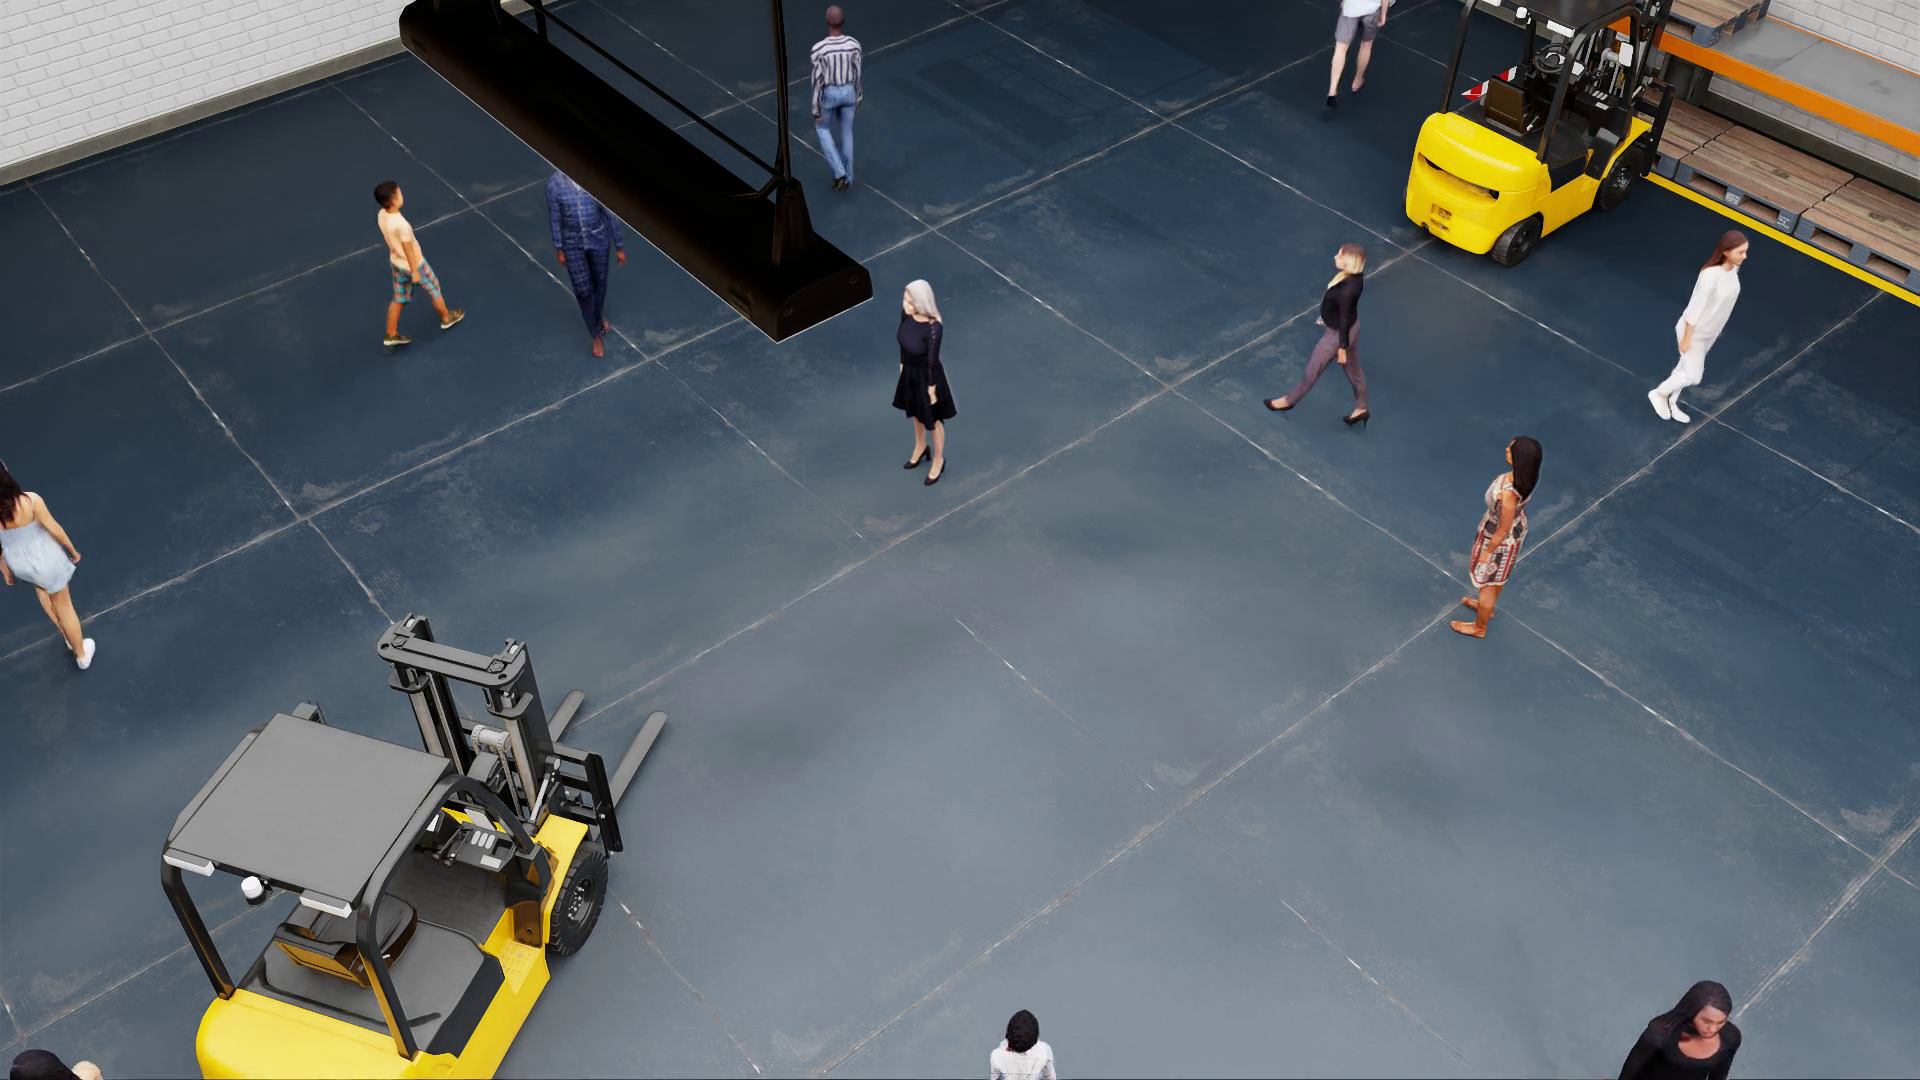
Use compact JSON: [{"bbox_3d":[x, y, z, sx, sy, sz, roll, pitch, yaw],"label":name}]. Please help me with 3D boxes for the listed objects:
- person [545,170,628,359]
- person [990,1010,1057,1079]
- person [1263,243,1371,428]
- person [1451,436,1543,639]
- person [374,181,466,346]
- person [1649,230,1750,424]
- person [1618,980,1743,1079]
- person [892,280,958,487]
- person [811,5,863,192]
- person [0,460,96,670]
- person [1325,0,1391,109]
[{"bbox_3d":[-3.018,-2.435,13.308,0.832,1.797,0.989,-18,46,-18],"label":"person"},{"bbox_3d":[0.306,2.783,8.233,0.748,1.241,0.911,-8,44,-8],"label":"person"},{"bbox_3d":[2.934,-1.482,12.427,1.130,1.631,0.924,16,46,16],"label":"person"},{"bbox_3d":[3.543,-0.026,10.889,0.647,1.645,0.712,23,48,22],"label":"person"},{"bbox_3d":[-4.483,-2.177,13.298,0.956,1.438,0.744,28,50,26],"label":"person"},{"bbox_3d":[5.517,-1.628,12.542,0.623,1.684,0.586,-31,52,-29],"label":"person"},{"bbox_3d":[3.380,2.604,8.081,0.723,1.710,0.756,-5,44,-5],"label":"person"},{"bbox_3d":[-0.274,-1.143,11.992,0.669,1.741,0.489,-29,51,-27],"label":"person"},{"bbox_3d":[-1.058,-3.860,14.814,0.746,1.783,0.768,-16,46,-17],"label":"person"},{"bbox_3d":[-5.894,0.203,10.597,0.709,1.717,0.738,-12,45,-12],"label":"person"},{"bbox_3d":[3.844,-5.064,16.058,1.138,1.809,1.060,14,45,15],"label":"person"}]
